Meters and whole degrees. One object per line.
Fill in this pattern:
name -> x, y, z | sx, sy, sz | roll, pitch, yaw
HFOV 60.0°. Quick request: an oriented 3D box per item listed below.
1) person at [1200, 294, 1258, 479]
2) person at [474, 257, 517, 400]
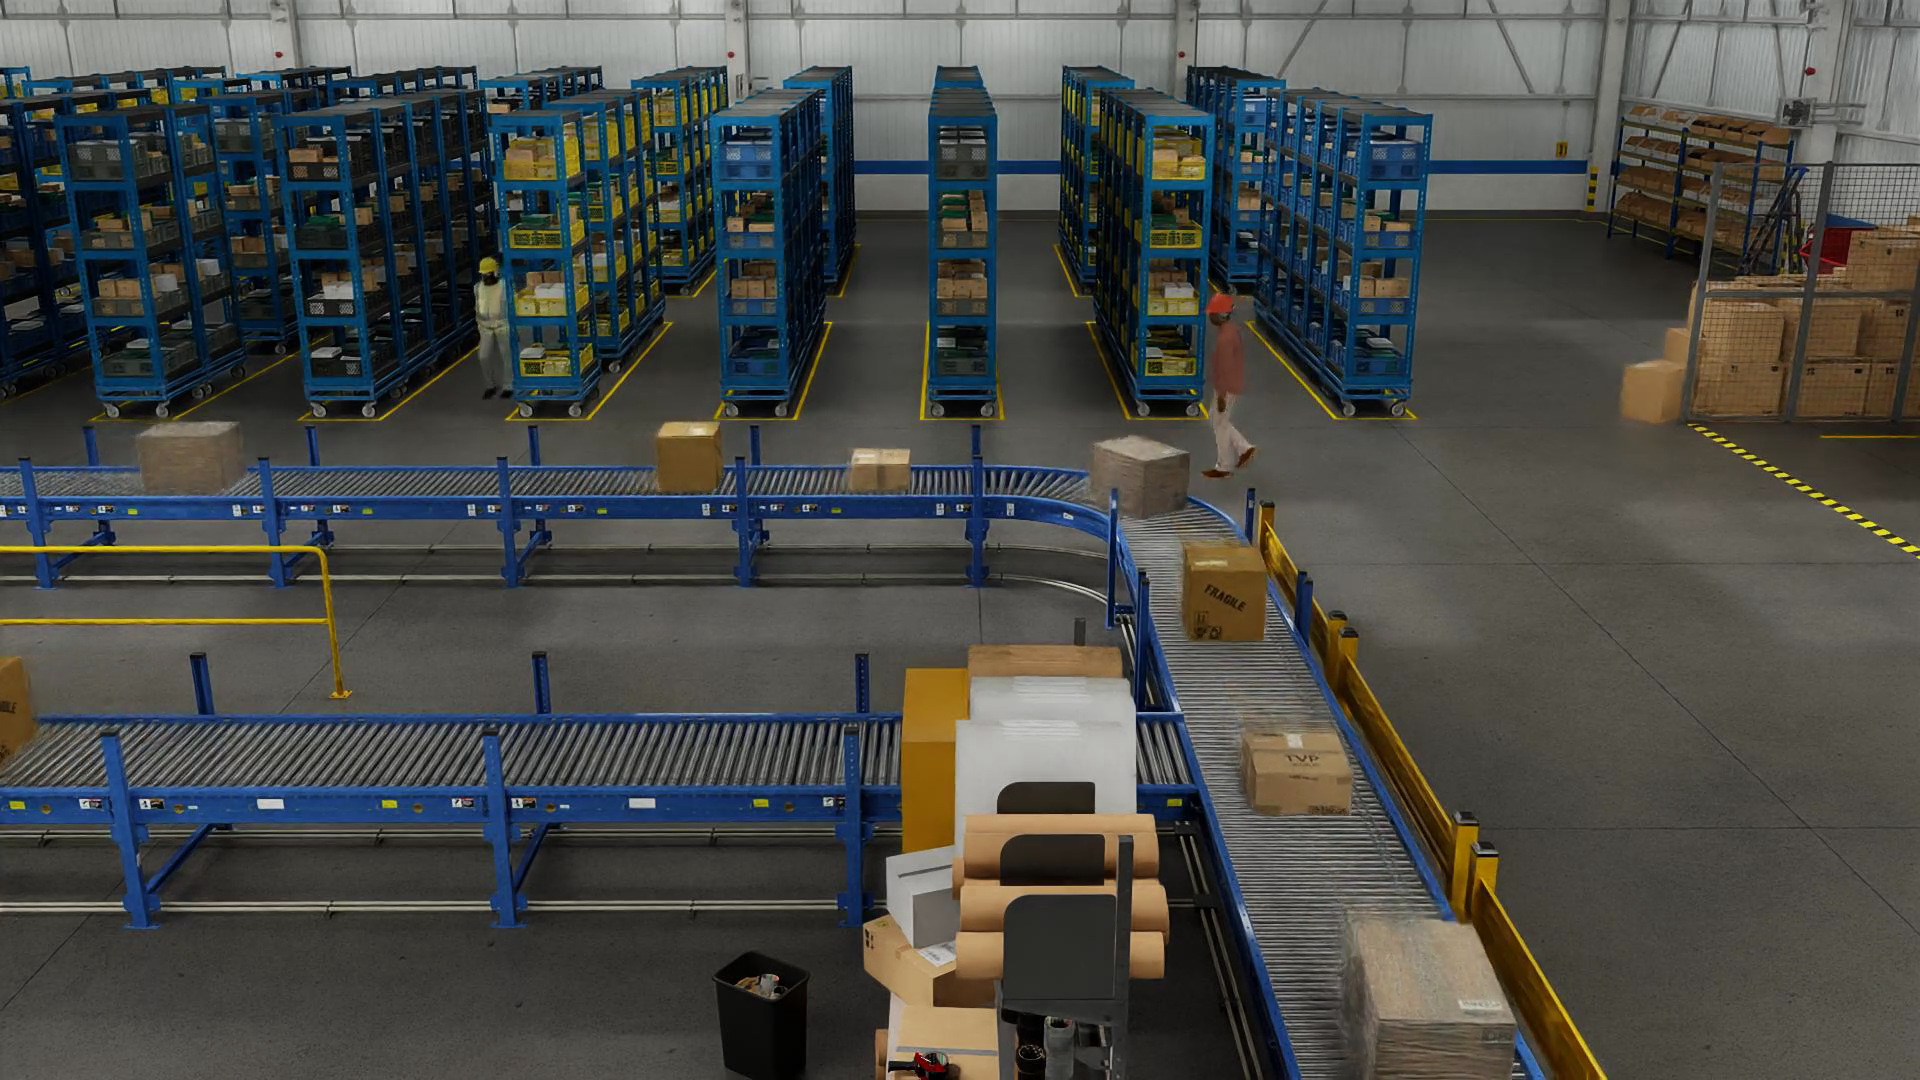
person -> 2.786, -1.588, 17.336 | 0.573, 1.973, 0.639 | 3, 18, 10
person -> -5.826, -2.633, 20.823 | 0.597, 1.813, 0.542 | 3, 18, 9
